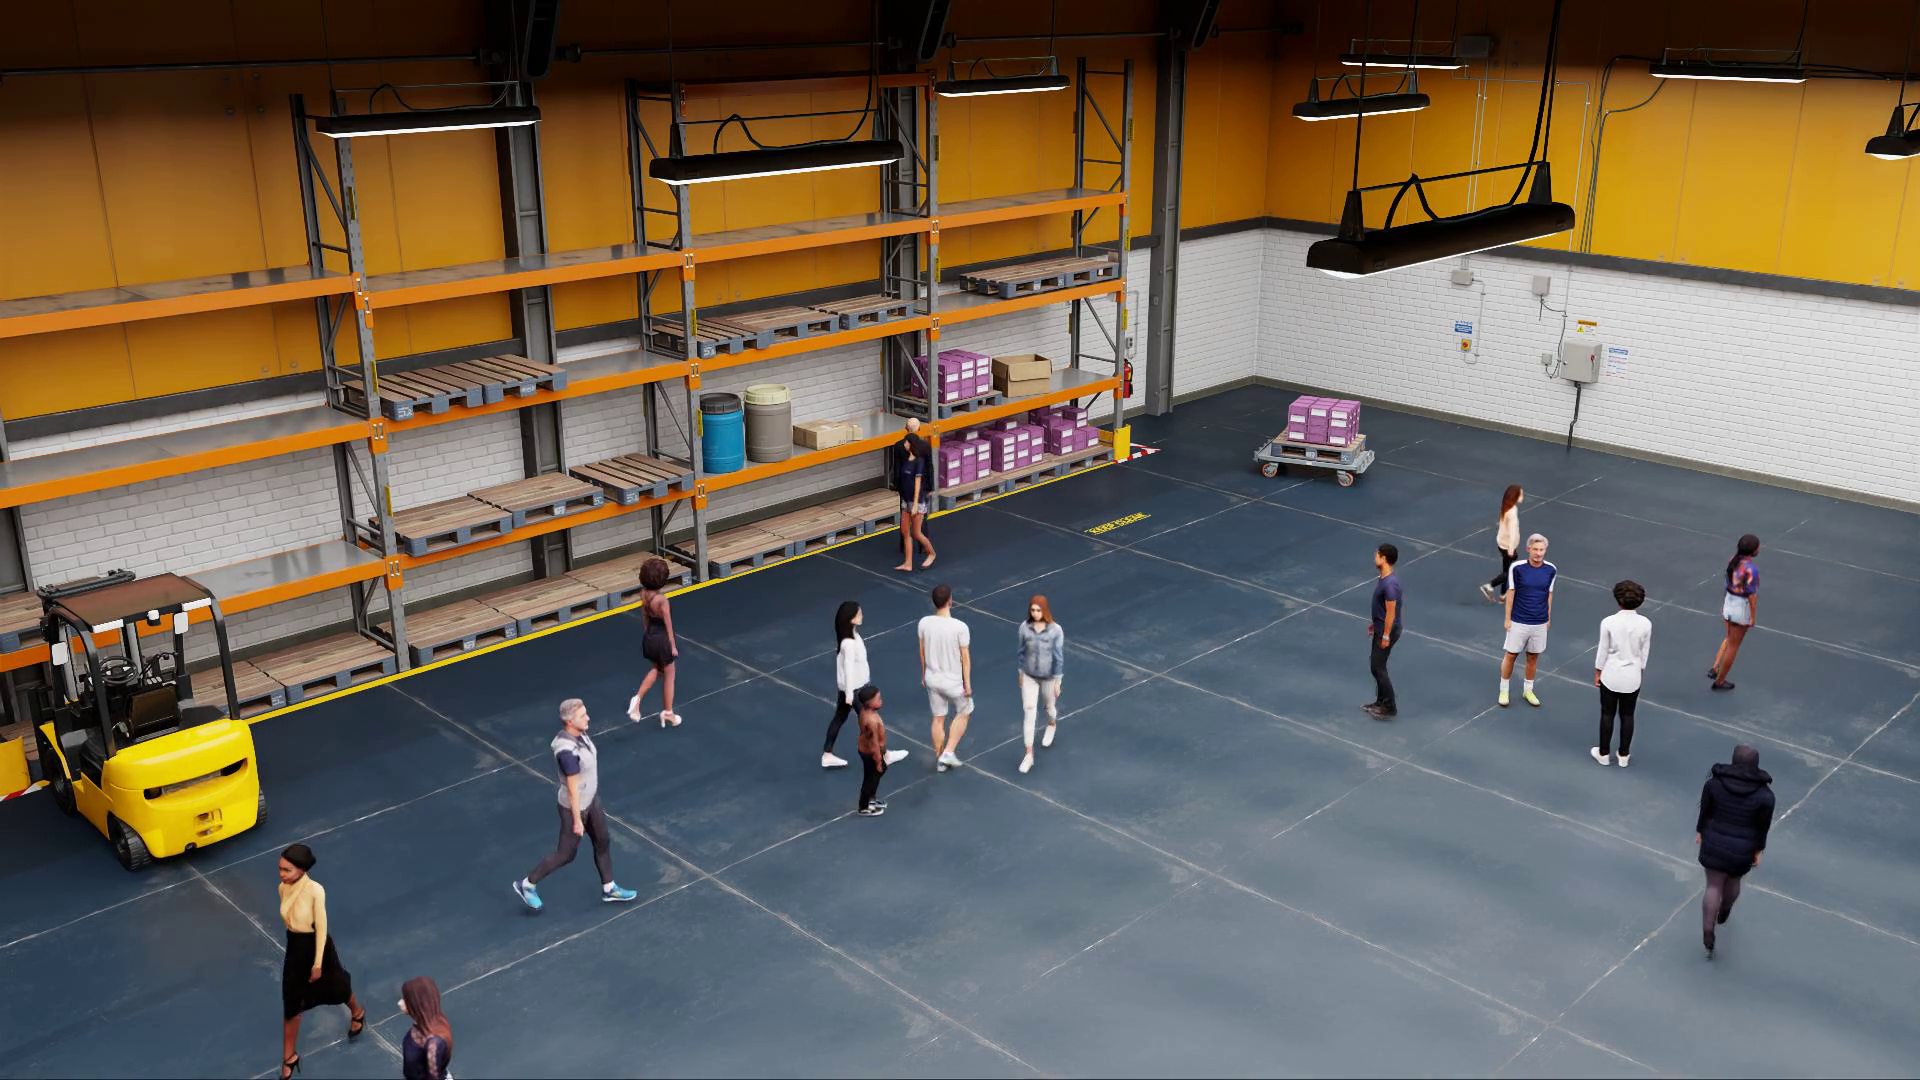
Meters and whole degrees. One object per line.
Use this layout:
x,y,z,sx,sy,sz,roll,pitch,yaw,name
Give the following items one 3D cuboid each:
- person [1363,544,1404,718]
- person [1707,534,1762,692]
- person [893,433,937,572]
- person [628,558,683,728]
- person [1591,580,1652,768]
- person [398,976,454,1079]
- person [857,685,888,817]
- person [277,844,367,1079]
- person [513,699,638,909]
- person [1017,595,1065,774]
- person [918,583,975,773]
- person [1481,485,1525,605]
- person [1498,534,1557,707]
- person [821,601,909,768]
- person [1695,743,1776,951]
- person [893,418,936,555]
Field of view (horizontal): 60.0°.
4.299,0.931,16.674,0.833,1.757,0.719,0,19,-1,person
7.955,0.768,17.200,0.749,1.730,0.713,-5,19,-15,person
-0.520,-0.454,20.824,0.932,1.733,0.816,-12,22,-32,person
-3.010,1.058,16.271,0.544,1.775,0.779,18,25,42,person
6.224,1.256,15.637,0.726,1.803,0.763,3,19,9,person
-3.138,3.299,9.880,0.663,1.606,0.674,-7,20,-20,person
-0.855,1.869,14.693,0.649,1.244,0.617,-4,19,-10,person
-4.347,2.811,11.329,0.860,1.606,1.090,6,20,18,person
-3.112,2.109,13.114,1.270,1.797,1.185,-1,19,-2,person
0.790,1.292,15.749,0.997,1.663,1.213,5,19,14,person
-0.175,1.315,15.389,0.796,1.850,0.789,9,21,26,person
6.432,0.069,19.677,0.810,1.474,0.761,4,19,11,person
5.783,0.796,16.949,0.714,1.839,0.780,0,19,-1,person
-1.104,1.376,15.494,1.142,1.667,1.020,-3,19,-8,person
5.840,2.345,12.658,0.861,1.640,1.132,10,21,27,person
-0.603,-0.702,21.456,0.773,1.800,0.817,1,19,3,person
